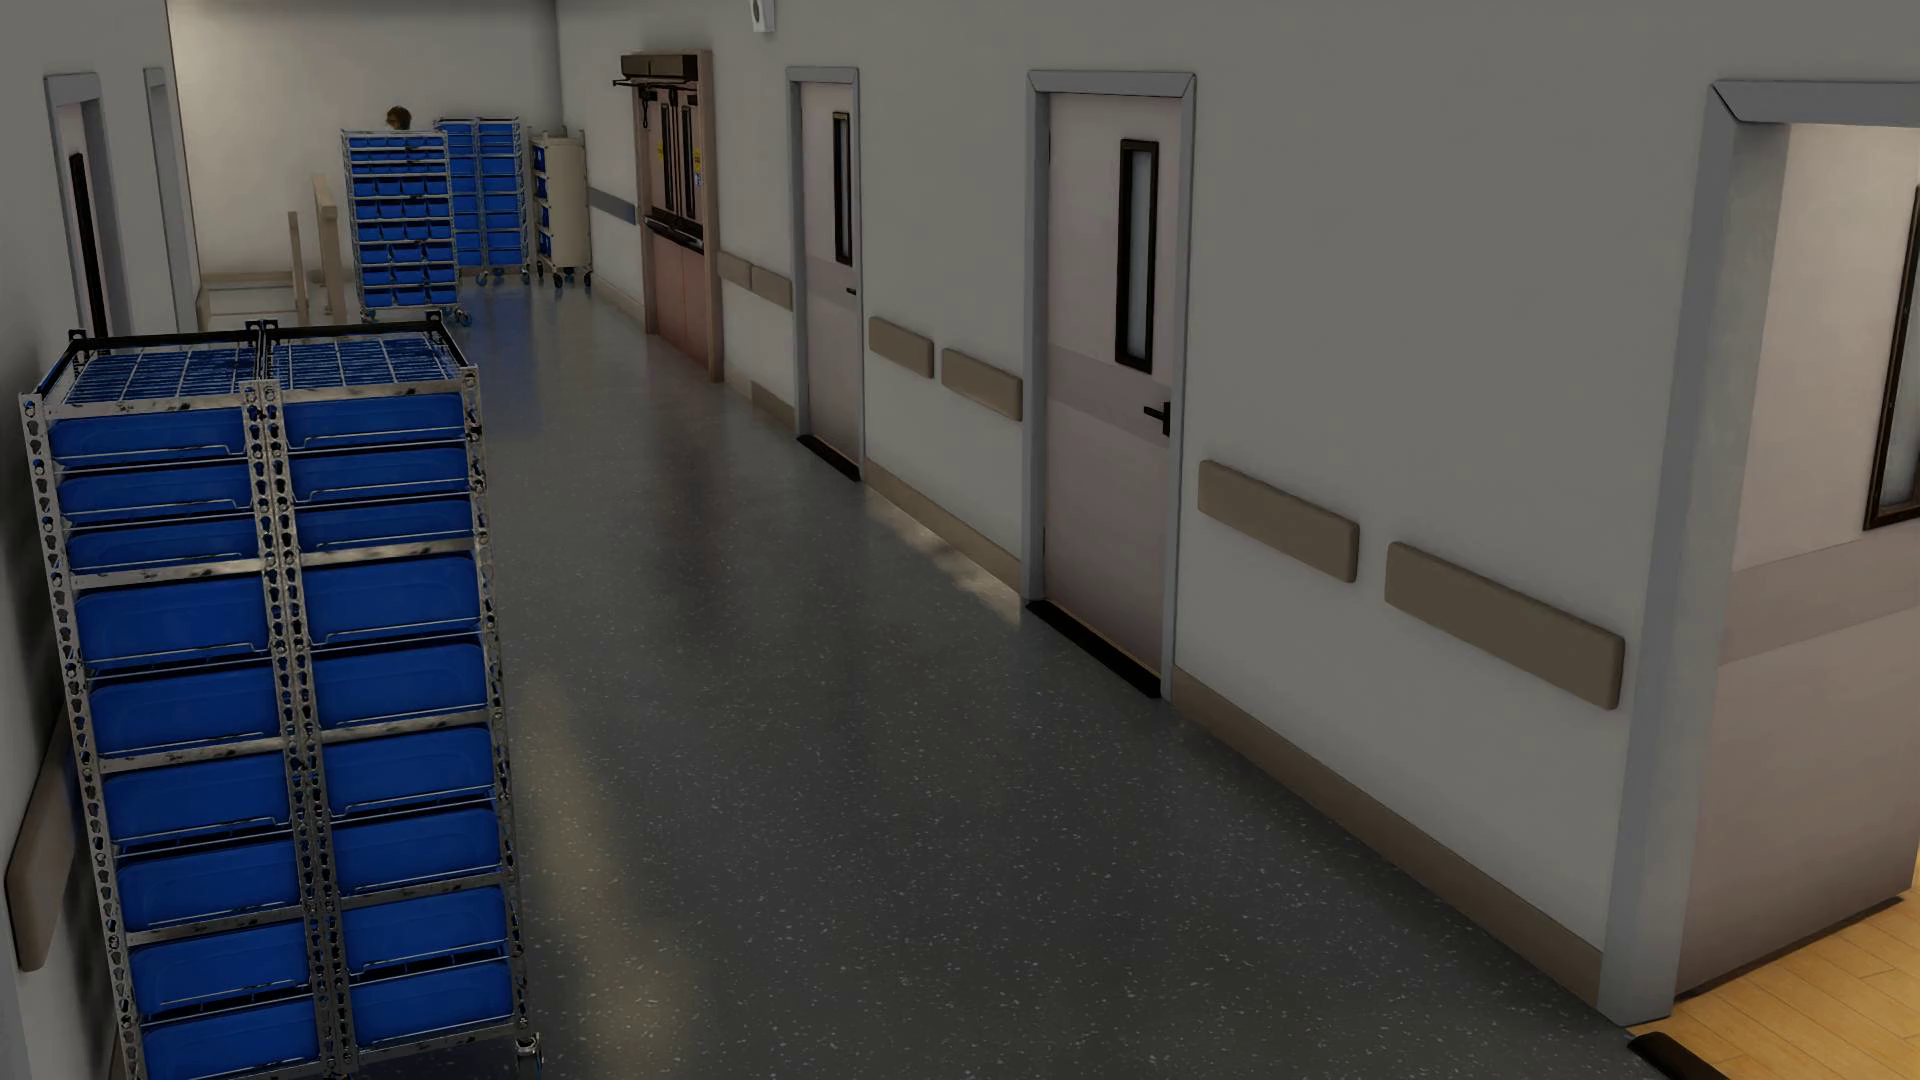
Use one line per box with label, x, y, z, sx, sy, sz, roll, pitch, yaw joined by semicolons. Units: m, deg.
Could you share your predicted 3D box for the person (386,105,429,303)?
person;-5.483;-3.328;16.557;0.359;1.937;0.634;-15;22;-42
